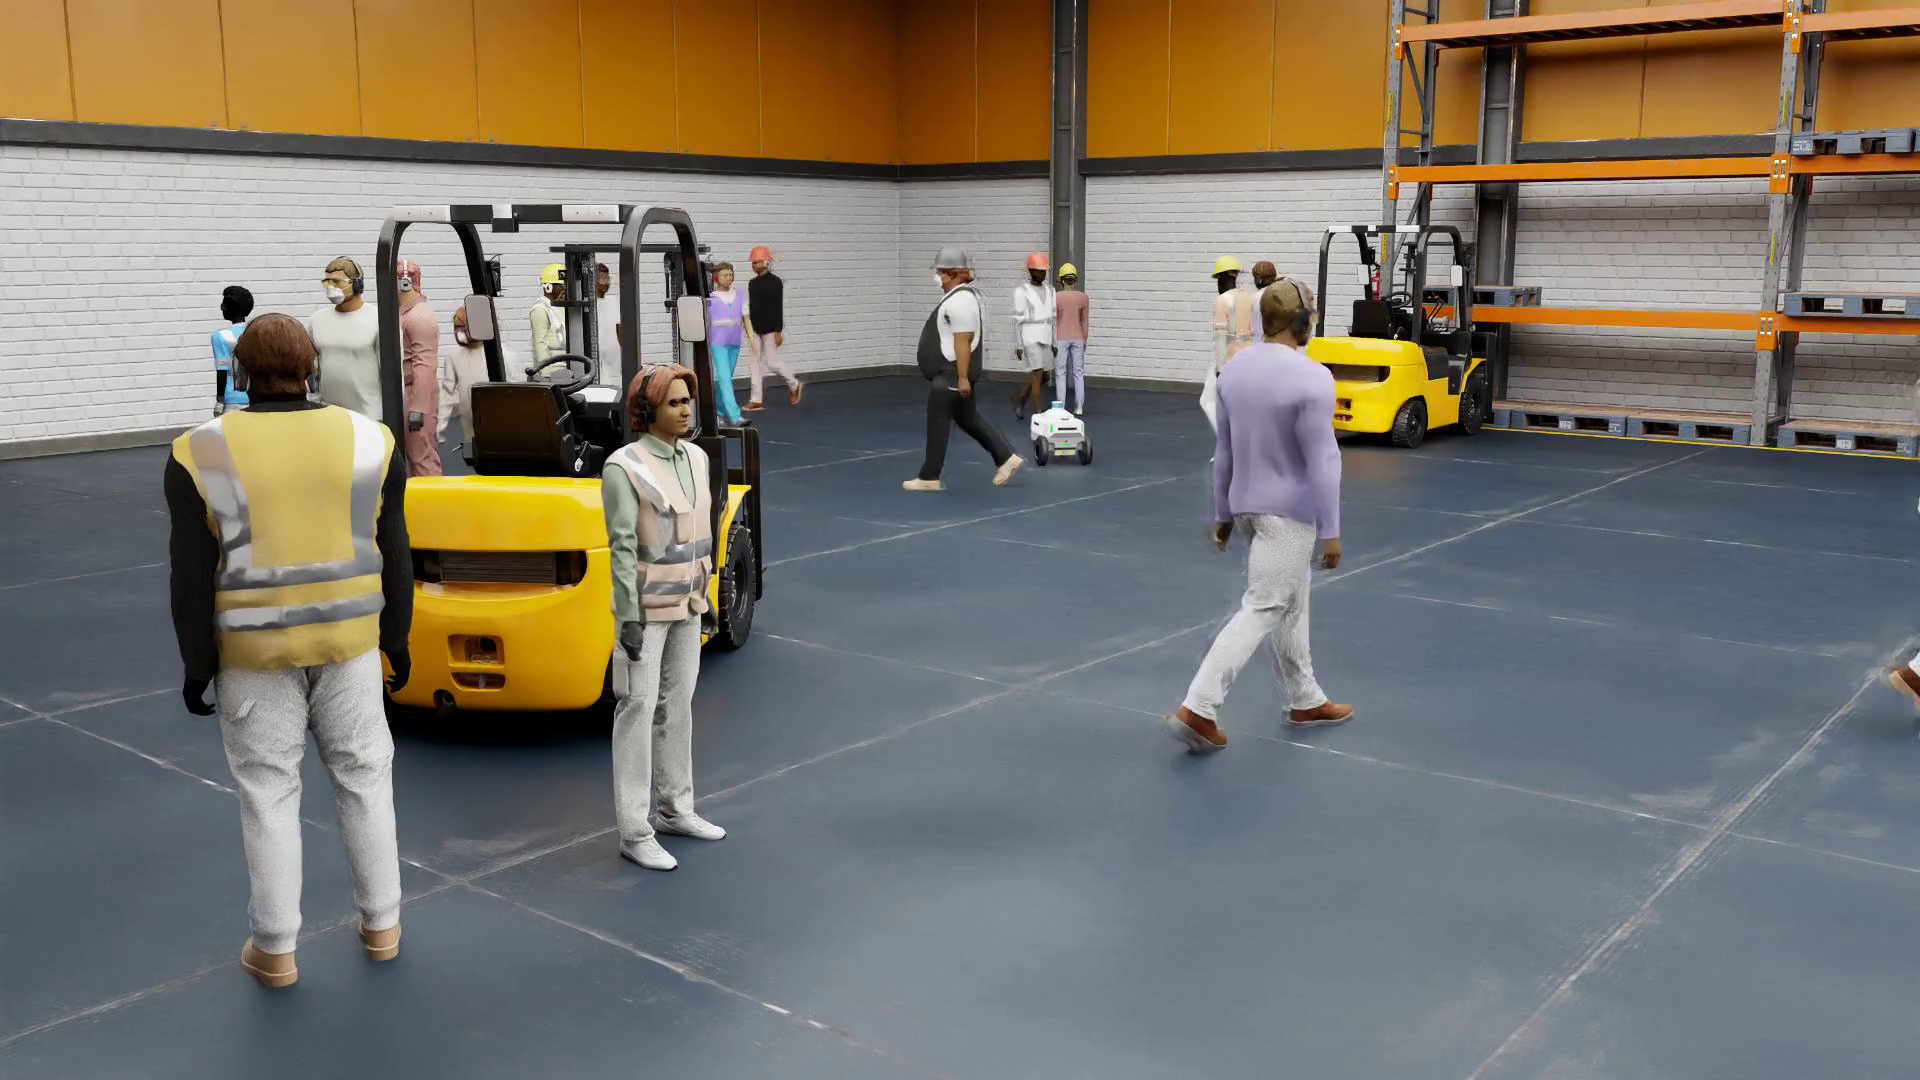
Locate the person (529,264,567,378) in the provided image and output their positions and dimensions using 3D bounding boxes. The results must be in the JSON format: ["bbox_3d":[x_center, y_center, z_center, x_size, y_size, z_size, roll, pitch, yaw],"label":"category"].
[{"bbox_3d":[-3.634,-1.561,14.962,0.403,1.824,0.593,1,10,7],"label":"person"}]

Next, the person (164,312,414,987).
[{"bbox_3d":[-1.828,0.299,4.593,0.633,1.841,0.429,-7,12,-33],"label":"person"}]

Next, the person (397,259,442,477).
[{"bbox_3d":[-3.710,-0.930,11.222,0.406,1.910,0.639,-5,11,-24],"label":"person"}]

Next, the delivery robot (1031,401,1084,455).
[{"bbox_3d":[0.892,-1.027,15.248,0.477,0.478,0.707,-2,11,-12],"label":"delivery robot"}]

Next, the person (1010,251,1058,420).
[{"bbox_3d":[0.798,-2.192,18.204,0.553,1.915,0.746,-8,13,-37],"label":"person"}]

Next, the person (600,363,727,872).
[{"bbox_3d":[-0.976,0.240,5.475,0.313,1.642,0.513,5,11,25],"label":"person"}]

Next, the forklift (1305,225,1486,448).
[{"bbox_3d":[4.449,-2.115,16.993,1.214,2.155,2.313,8,13,38],"label":"forklift"}]

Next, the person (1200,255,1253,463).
[{"bbox_3d":[2.433,-1.630,15.143,0.423,1.896,0.586,9,14,42],"label":"person"}]

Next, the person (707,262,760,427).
[{"bbox_3d":[-2.464,-2.055,17.766,0.571,1.795,0.963,-9,14,-42],"label":"person"}]

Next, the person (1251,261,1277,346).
[{"bbox_3d":[2.880,-1.718,15.783,0.430,1.840,0.623,9,14,42],"label":"person"}]

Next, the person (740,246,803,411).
[{"bbox_3d":[-2.289,-2.535,19.946,0.624,1.970,0.771,10,14,43],"label":"person"}]

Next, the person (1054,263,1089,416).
[{"bbox_3d":[1.238,-2.303,19.223,0.526,1.768,0.314,-4,11,-21],"label":"person"}]

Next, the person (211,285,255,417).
[{"bbox_3d":[-5.355,-1.048,12.452,0.317,1.700,0.539,5,11,24],"label":"person"}]

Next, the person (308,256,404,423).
[{"bbox_3d":[-3.578,-0.697,9.840,0.627,1.941,0.370,3,11,16],"label":"person"}]

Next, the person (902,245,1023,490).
[{"bbox_3d":[0.040,-1.423,13.586,0.936,2.000,0.692,0,10,1],"label":"person"}]

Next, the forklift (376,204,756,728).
[{"bbox_3d":[-1.766,-0.406,7.525,1.214,2.155,2.313,1,10,7],"label":"forklift"}]

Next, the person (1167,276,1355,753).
[{"bbox_3d":[1.219,-0.102,6.673,0.981,1.905,0.642,-5,11,-27],"label":"person"}]

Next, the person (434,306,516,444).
[{"bbox_3d":[-3.213,-0.738,11.024,0.506,1.594,0.766,4,11,20],"label":"person"}]

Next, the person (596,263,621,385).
[{"bbox_3d":[-3.437,-1.721,15.838,0.959,1.830,0.521,6,12,30],"label":"person"}]

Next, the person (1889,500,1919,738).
[{"bbox_3d":[4.036,-0.082,6.623,0.580,1.867,0.426,-7,12,-33],"label":"person"}]
